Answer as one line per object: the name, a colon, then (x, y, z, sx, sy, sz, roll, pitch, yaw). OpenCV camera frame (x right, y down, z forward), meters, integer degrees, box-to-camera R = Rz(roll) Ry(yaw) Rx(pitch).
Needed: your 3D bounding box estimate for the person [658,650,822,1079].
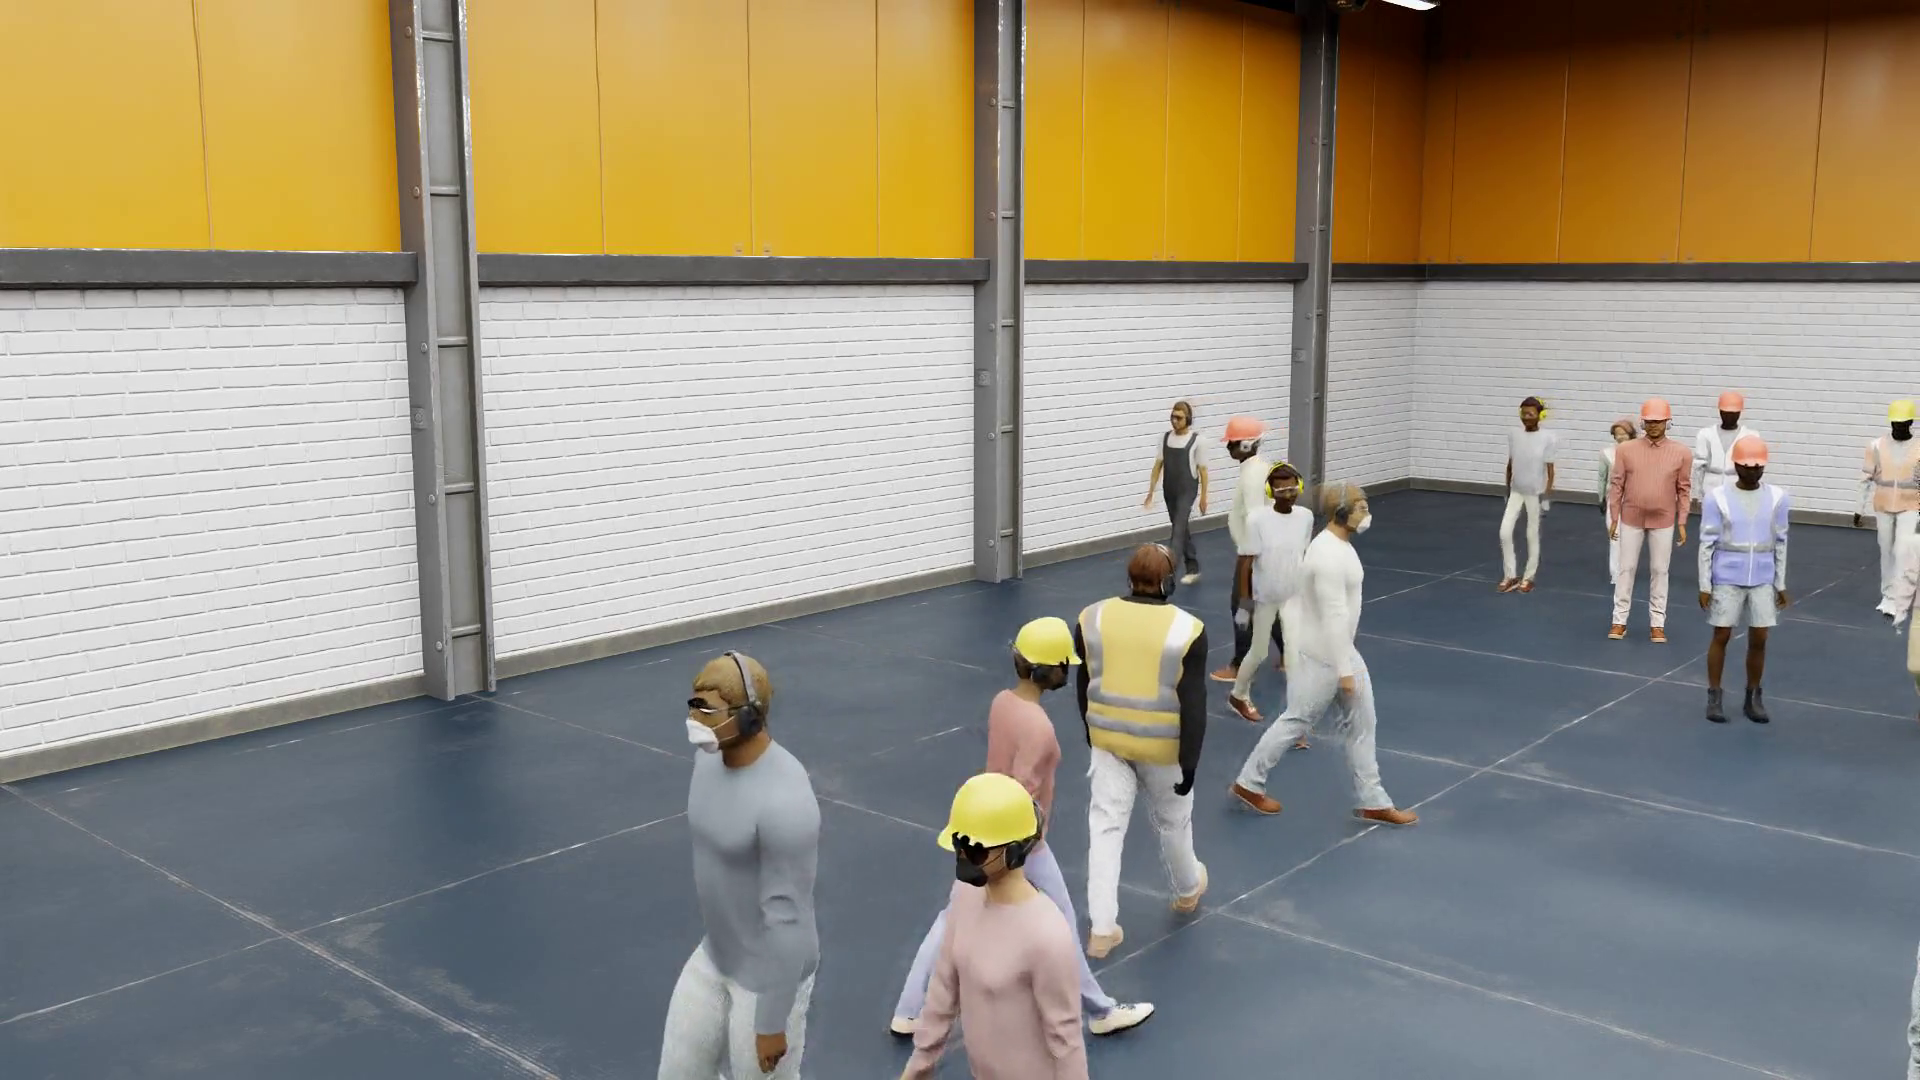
person: (-0.629, 1.260, 4.802, 0.440, 1.925, 0.657, -6, 11, -32)

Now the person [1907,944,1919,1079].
person: (3.641, 1.177, 5.900, 0.309, 1.744, 0.485, -1, 9, -4)

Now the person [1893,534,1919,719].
person: (6.260, 0.495, 10.583, 0.512, 1.611, 0.684, 7, 12, 39)

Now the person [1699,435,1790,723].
person: (5.210, 0.261, 11.052, 0.565, 1.933, 0.380, 1, 9, 8)

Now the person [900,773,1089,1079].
person: (0.097, 1.438, 4.378, 0.937, 1.714, 0.534, -5, 10, -27)

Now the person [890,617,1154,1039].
person: (0.213, 1.127, 6.380, 1.027, 1.694, 0.536, -3, 10, -20)

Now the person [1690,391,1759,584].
person: (7.074, -0.423, 15.428, 0.552, 1.907, 0.801, 5, 10, 30)

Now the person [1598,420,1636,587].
person: (6.452, -0.377, 16.156, 0.505, 1.589, 0.884, 4, 10, 23)

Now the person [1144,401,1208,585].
person: (2.051, -0.411, 15.731, 0.516, 1.795, 0.980, 8, 12, 43)

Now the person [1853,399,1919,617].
person: (8.142, -0.274, 14.521, 0.628, 1.893, 0.828, 9, 13, 44)

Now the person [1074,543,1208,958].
person: (0.830, 0.899, 7.493, 0.646, 1.791, 0.961, 4, 10, 23)

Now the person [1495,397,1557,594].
person: (5.239, -0.402, 15.447, 0.529, 1.850, 0.630, 9, 13, 43)

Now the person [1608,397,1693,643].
person: (5.593, -0.162, 13.518, 0.608, 1.996, 0.380, 4, 10, 23)

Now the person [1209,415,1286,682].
person: (2.177, 0.069, 12.140, 0.600, 1.971, 0.647, 2, 9, 10)

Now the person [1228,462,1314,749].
person: (2.034, 0.376, 10.761, 0.597, 1.809, 0.970, -2, 9, -14)

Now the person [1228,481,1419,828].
person: (1.949, 0.617, 8.994, 1.014, 1.896, 0.641, 3, 10, 20)
